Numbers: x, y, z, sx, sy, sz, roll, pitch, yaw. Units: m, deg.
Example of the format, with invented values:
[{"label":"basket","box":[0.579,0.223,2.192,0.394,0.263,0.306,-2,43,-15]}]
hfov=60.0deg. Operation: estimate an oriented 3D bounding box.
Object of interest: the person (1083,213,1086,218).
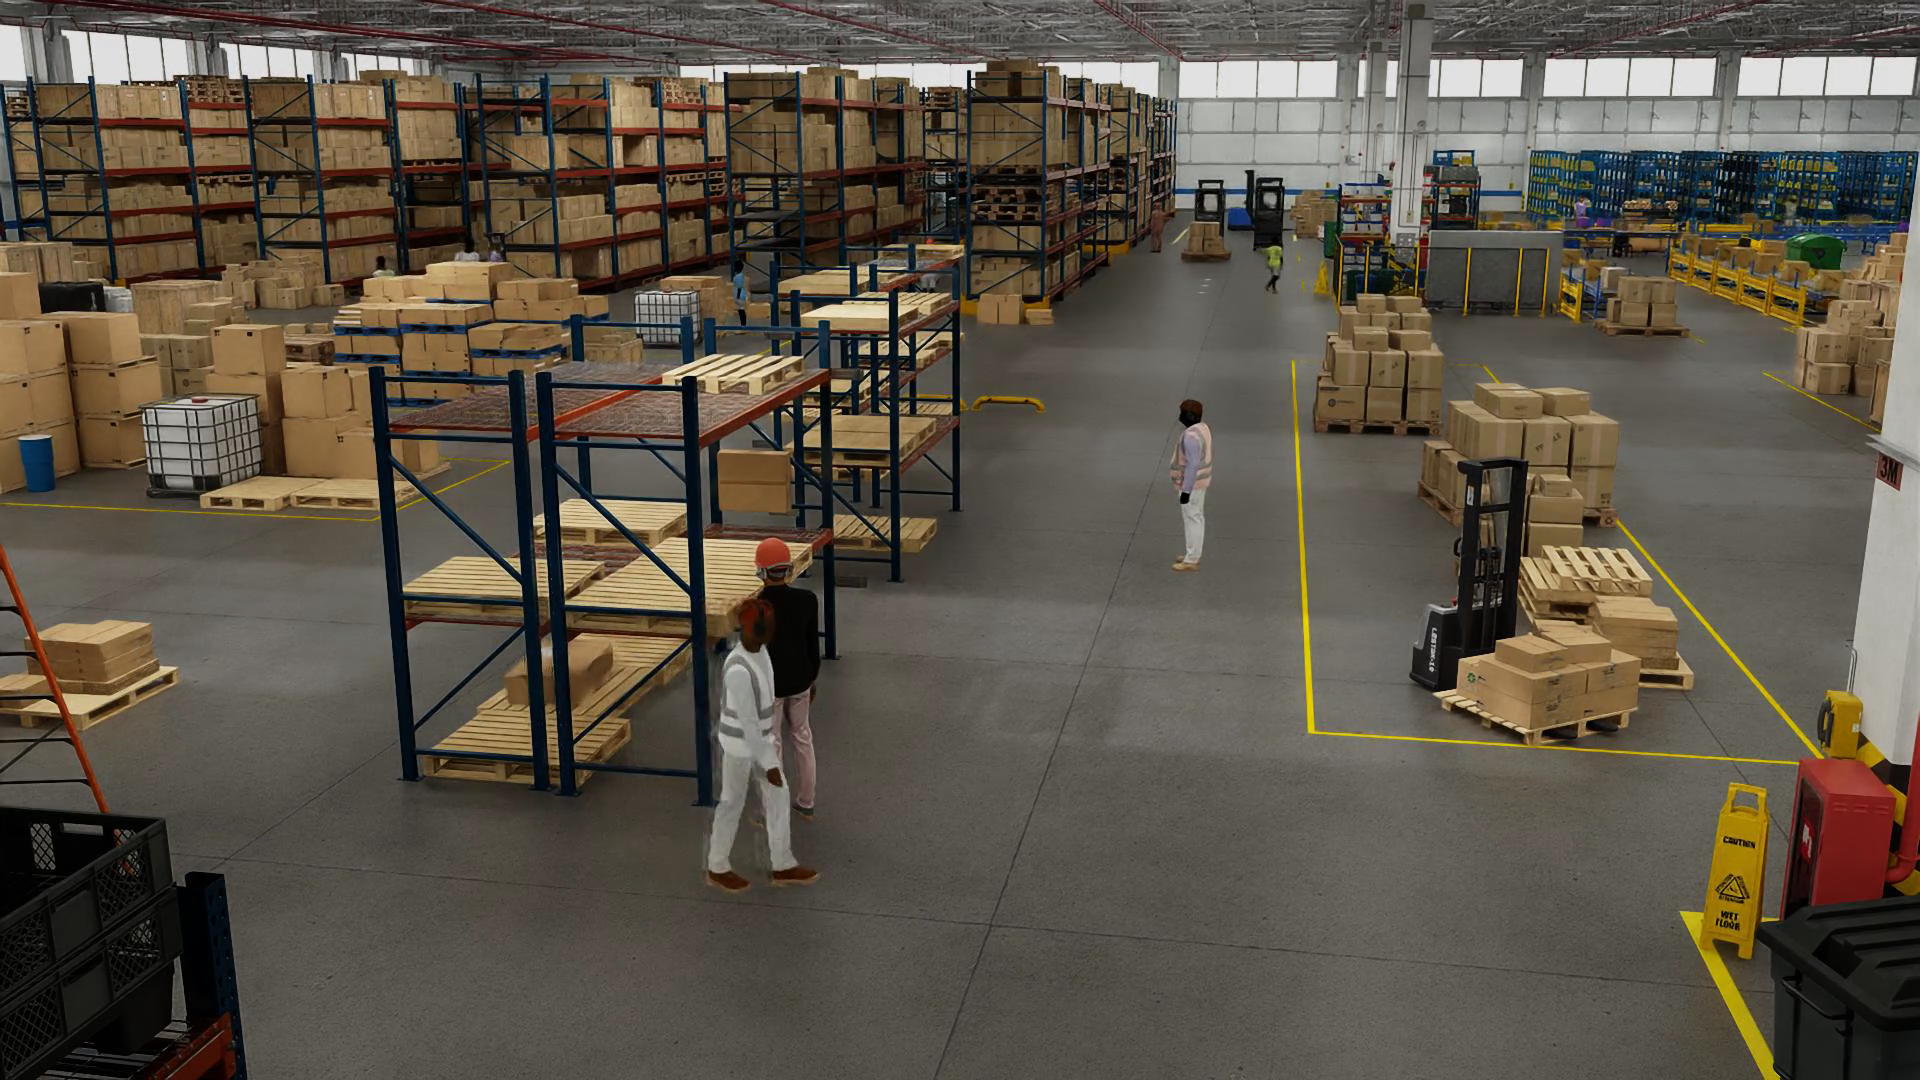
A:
[{"label":"person","box":[5.786,-15.446,77.919,0.409,1.908,0.639,-9,16,-31]}]

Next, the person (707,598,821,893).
[{"label":"person","box":[-1.236,1.265,10.151,0.764,1.855,0.627,3,14,14]}]

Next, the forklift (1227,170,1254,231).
[{"label":"forklift","box":[13.394,-15.716,77.012,1.873,2.768,1.129,3,14,10]}]

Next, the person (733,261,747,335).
[{"label":"person","box":[-5.070,-5.577,38.285,0.318,1.697,0.534,0,14,-1]}]

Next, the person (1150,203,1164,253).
[{"label":"person","box":[7.550,-12.021,64.017,0.652,1.904,0.403,-10,17,-35]}]

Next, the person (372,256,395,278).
[{"label":"person","box":[-12.900,-5.385,37.134,0.965,1.873,0.591,11,17,37]}]

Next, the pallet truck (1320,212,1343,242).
[{"label":"pallet truck","box":[15.874,-13.227,70.310,0.680,1.201,1.601,10,17,35]}]

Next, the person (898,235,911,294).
[{"label":"person","box":[-1.446,-7.438,45.434,0.668,1.894,0.426,4,14,17]}]

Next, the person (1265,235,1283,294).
[{"label":"person","box":[8.976,-7.884,47.669,0.568,1.679,0.540,-9,17,-33]}]

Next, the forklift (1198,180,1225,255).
[{"label":"forklift","box":[9.336,-12.042,62.094,1.129,2.768,1.873,3,14,10]}]

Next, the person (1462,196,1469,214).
[{"label":"person","box":[22.114,-14.209,73.040,0.588,1.837,0.404,5,15,18]}]

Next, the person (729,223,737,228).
[{"label":"person","box":[-9.401,-12.896,67.939,0.540,1.727,0.896,1,14,5]}]

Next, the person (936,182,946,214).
[{"label":"person","box":[-1.052,-19.135,93.110,0.758,1.802,0.606,13,19,42]}]

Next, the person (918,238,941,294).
[{"label":"person","box":[-0.789,-6.792,42.747,0.584,1.923,0.395,0,14,2]}]

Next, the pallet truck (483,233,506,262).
[{"label":"pallet truck","box":[-11.832,-7.026,43.548,1.885,1.965,0.823,8,16,28]}]

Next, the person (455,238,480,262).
[{"label":"person","box":[-12.535,-6.709,42.417,0.651,1.924,0.661,-9,16,-31]}]

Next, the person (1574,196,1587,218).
[{"label":"person","box":[26.904,-14.014,72.228,0.571,1.845,0.382,-3,14,-11]}]

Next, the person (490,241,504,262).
[{"label":"person","box":[-11.596,-6.605,42.062,1.035,1.879,0.647,-2,14,-9]}]

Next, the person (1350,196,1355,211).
[{"label":"person","box":[20.655,-17.767,87.705,0.485,1.735,0.347,-11,18,-38]}]

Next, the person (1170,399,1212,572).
[{"label":"person","box":[2.451,-0.583,17.708,0.430,1.844,0.624,5,15,18]}]

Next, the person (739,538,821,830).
[{"label":"person","box":[-1.214,0.962,11.121,0.621,1.993,0.391,-10,17,-36]}]

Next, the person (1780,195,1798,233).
[{"label":"person","box":[37.317,-14.604,74.789,0.613,1.782,0.836,-5,15,-19]}]

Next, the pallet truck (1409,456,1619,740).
[{"label":"pallet truck","box":[4.504,0.400,13.395,0.823,1.965,1.885,-6,15,-23]}]

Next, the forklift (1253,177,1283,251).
[{"label":"forklift","box":[12.083,-12.747,64.956,1.129,2.768,1.873,3,14,10]}]
